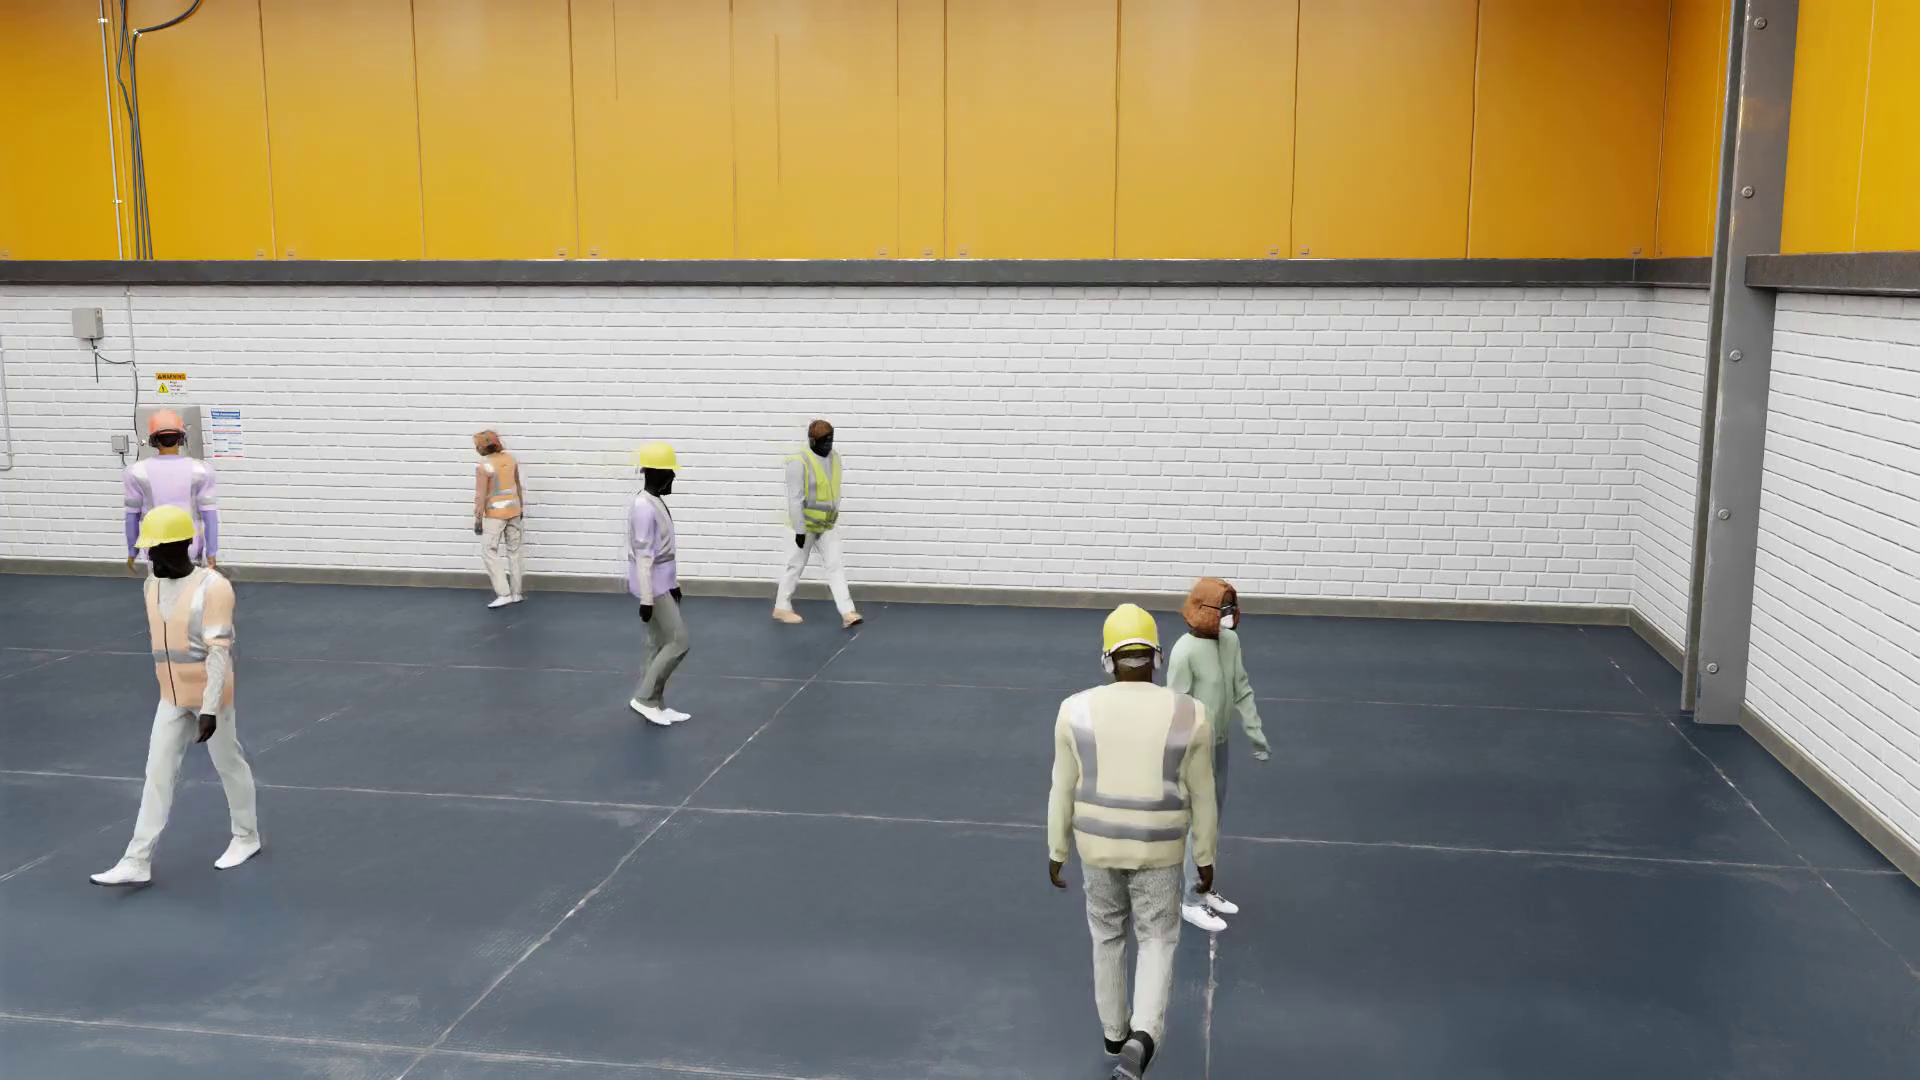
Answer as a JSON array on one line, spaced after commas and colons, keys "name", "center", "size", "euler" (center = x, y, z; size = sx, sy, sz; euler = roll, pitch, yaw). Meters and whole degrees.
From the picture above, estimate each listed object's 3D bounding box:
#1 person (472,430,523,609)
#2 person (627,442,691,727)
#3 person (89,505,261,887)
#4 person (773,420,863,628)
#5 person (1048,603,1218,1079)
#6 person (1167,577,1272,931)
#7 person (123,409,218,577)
[{"name": "person", "center": [-4.149, -0.194, 15.029], "size": [0.325, 1.613, 0.600], "euler": [5, 10, 27]}, {"name": "person", "center": [-1.995, 0.297, 11.059], "size": [0.413, 1.911, 0.600], "euler": [-1, 9, -9]}, {"name": "person", "center": [-3.846, 0.776, 8.172], "size": [0.615, 1.881, 0.945], "euler": [4, 10, 22]}, {"name": "person", "center": [-1.222, -0.133, 14.096], "size": [0.984, 1.784, 0.654], "euler": [8, 12, 41]}, {"name": "person", "center": [0.631, 1.151, 6.168], "size": [0.635, 1.801, 0.679], "euler": [2, 9, 10]}, {"name": "person", "center": [1.190, 0.975, 7.757], "size": [0.375, 1.626, 0.515], "euler": [7, 12, 38]}, {"name": "person", "center": [-5.794, 0.049, 12.236], "size": [0.618, 2.026, 0.447], "euler": [-5, 10, -28]}]
